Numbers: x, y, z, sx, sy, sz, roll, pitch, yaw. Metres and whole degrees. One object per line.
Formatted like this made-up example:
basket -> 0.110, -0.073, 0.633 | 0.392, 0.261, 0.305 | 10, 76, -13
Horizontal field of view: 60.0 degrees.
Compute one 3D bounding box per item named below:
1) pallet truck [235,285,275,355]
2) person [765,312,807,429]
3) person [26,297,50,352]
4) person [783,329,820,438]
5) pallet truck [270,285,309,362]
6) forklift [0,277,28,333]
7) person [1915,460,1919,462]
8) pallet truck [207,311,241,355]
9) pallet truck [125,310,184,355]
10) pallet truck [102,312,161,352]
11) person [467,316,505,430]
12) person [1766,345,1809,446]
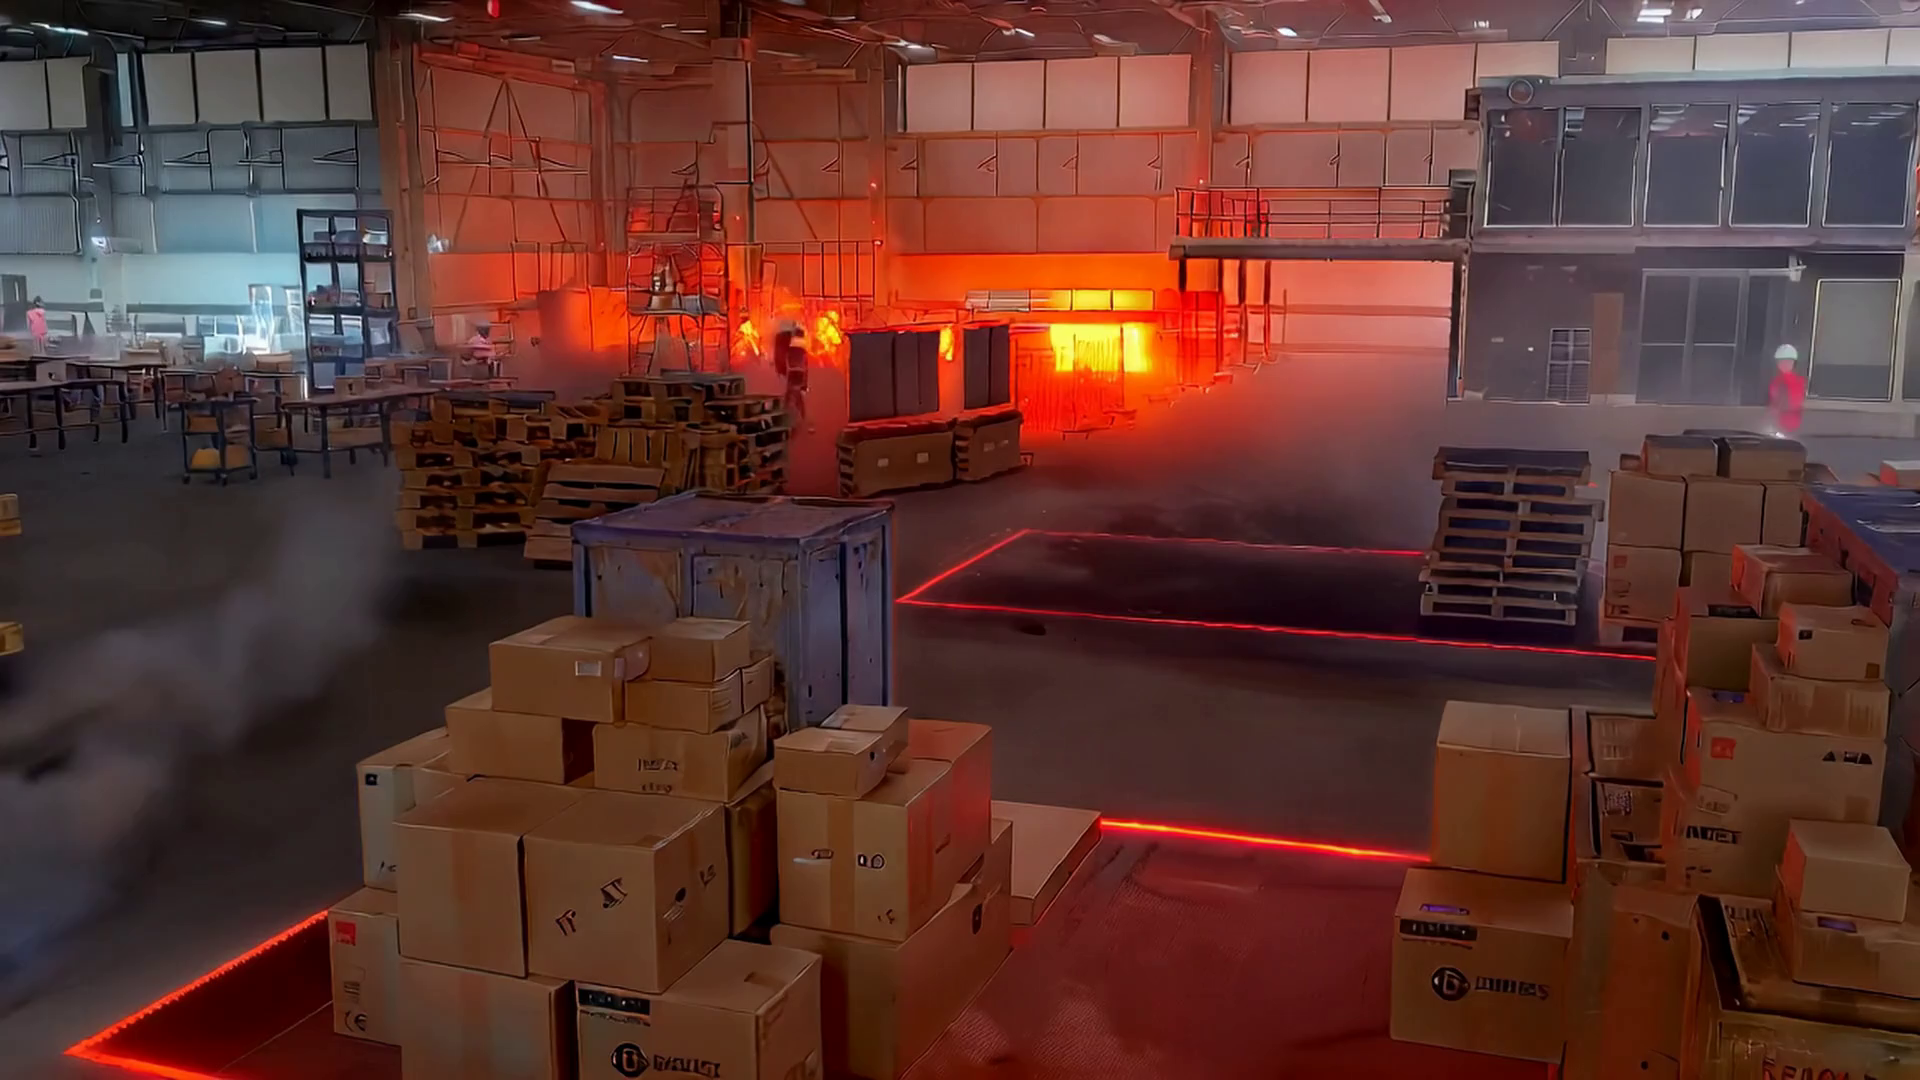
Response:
pallet truck -> -18.327, -5.835, 44.421 | 0.823, 1.965, 1.885 | 4, 11, 23
person -> -2.853, -2.759, 27.240 | 0.628, 1.954, 1.003 | 8, 13, 38
person -> -22.696, -5.109, 40.983 | 0.313, 1.769, 0.523 | 6, 12, 29
person -> -2.546, -2.493, 26.399 | 0.506, 1.704, 0.839 | 5, 11, 24
pallet truck -> -17.147, -5.700, 43.663 | 0.823, 1.965, 1.885 | 3, 11, 17
forklift -> -27.151, -6.329, 46.328 | 1.157, 1.987, 2.680 | 3, 11, 17
person -> 13.384, -1.919, 22.693 | 0.360, 1.883, 0.574 | 0, 10, -1
pallet truck -> -19.537, -5.575, 44.913 | 0.653, 1.274, 1.630 | 3, 11, 19
pallet truck -> -22.038, -5.665, 45.457 | 0.704, 1.261, 1.522 | 3, 11, 17
pallet truck -> -23.057, -5.777, 46.261 | 0.680, 1.201, 1.601 | 3, 11, 19
person -> -7.751, -2.690, 27.018 | 0.985, 1.892, 0.555 | 4, 11, 23
person -> 9.583, -1.325, 19.362 | 0.566, 1.879, 1.011 | -3, 11, -18
